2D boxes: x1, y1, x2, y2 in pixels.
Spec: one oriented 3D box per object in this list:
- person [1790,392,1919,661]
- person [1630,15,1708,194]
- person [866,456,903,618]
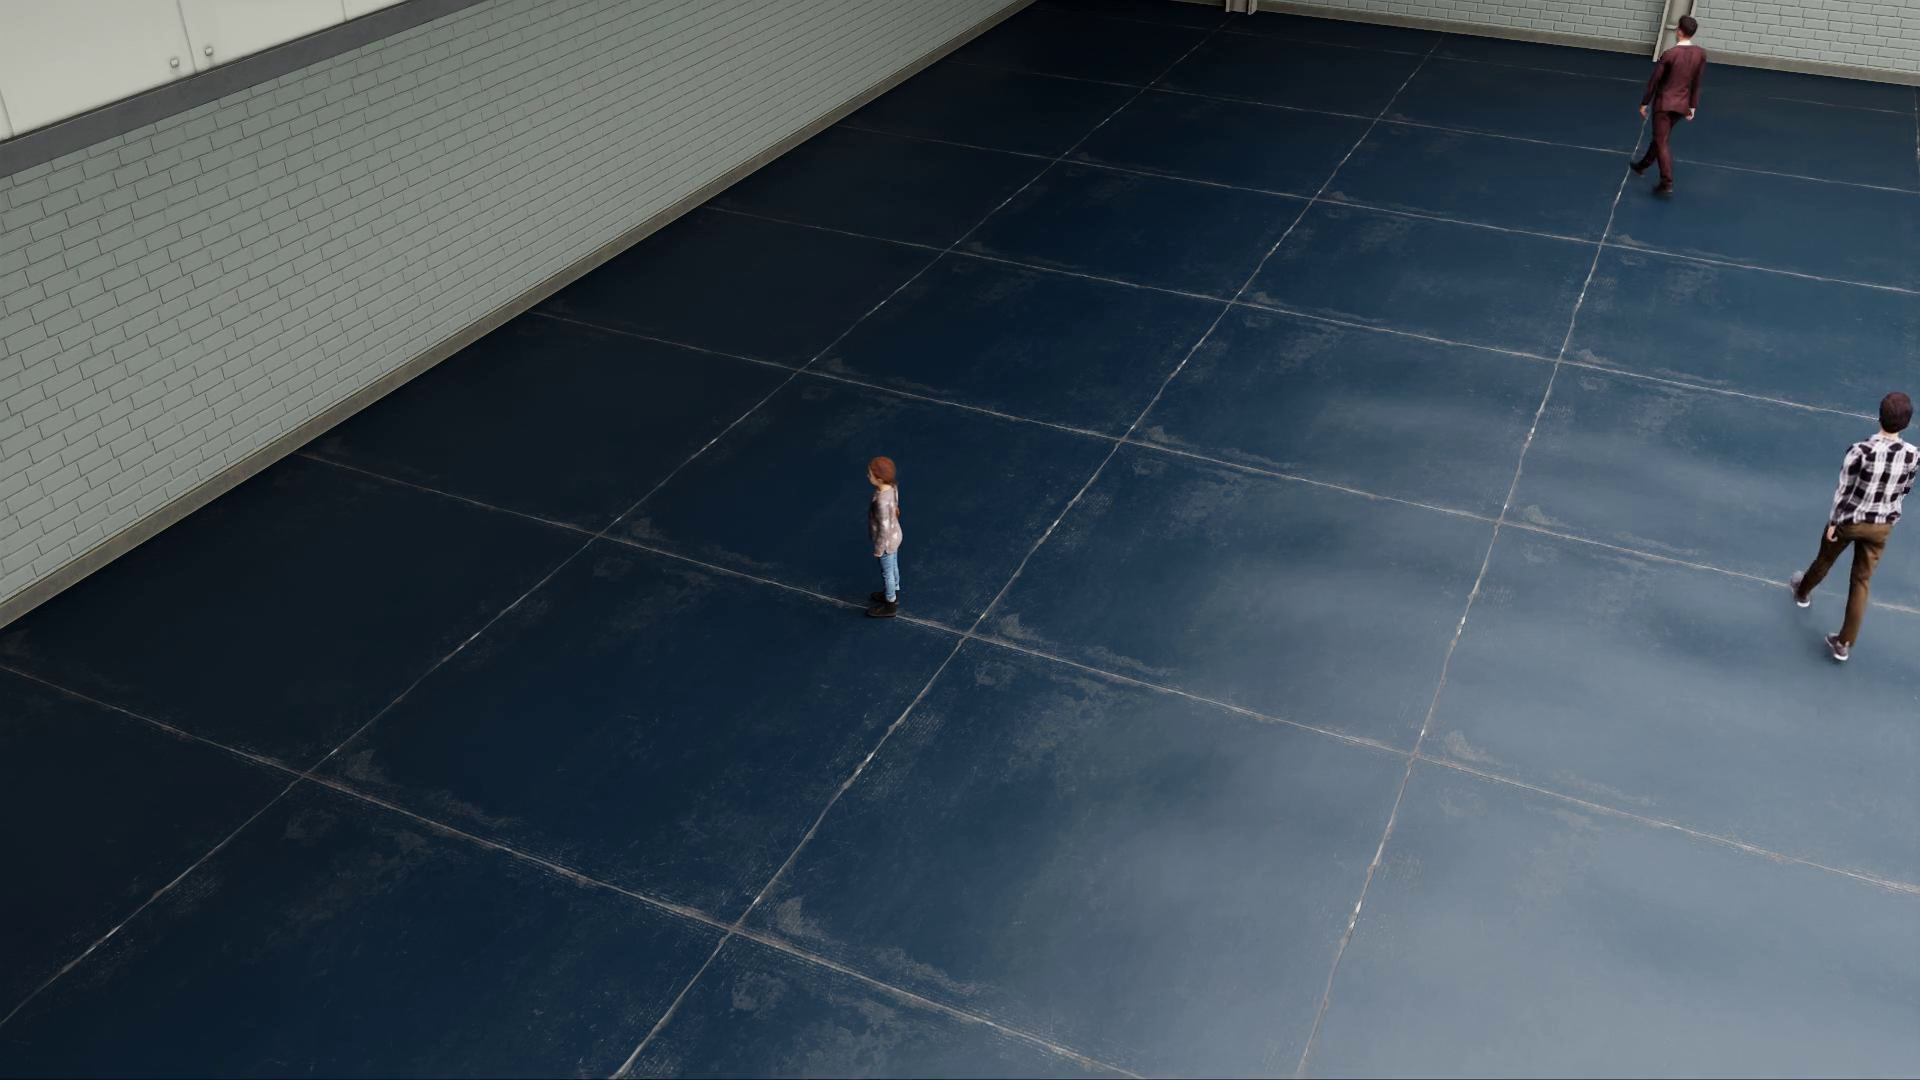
[{"bbox_3d":[5.798,-0.049,10.641,1.102,1.763,0.889,6,33,9],"label":"person"},{"bbox_3d":[7.645,-4.614,17.827,1.249,1.817,1.205,-5,33,-8],"label":"person"},{"bbox_3d":[-0.497,-0.031,11.144,0.530,1.194,0.536,5,33,8],"label":"person"}]
